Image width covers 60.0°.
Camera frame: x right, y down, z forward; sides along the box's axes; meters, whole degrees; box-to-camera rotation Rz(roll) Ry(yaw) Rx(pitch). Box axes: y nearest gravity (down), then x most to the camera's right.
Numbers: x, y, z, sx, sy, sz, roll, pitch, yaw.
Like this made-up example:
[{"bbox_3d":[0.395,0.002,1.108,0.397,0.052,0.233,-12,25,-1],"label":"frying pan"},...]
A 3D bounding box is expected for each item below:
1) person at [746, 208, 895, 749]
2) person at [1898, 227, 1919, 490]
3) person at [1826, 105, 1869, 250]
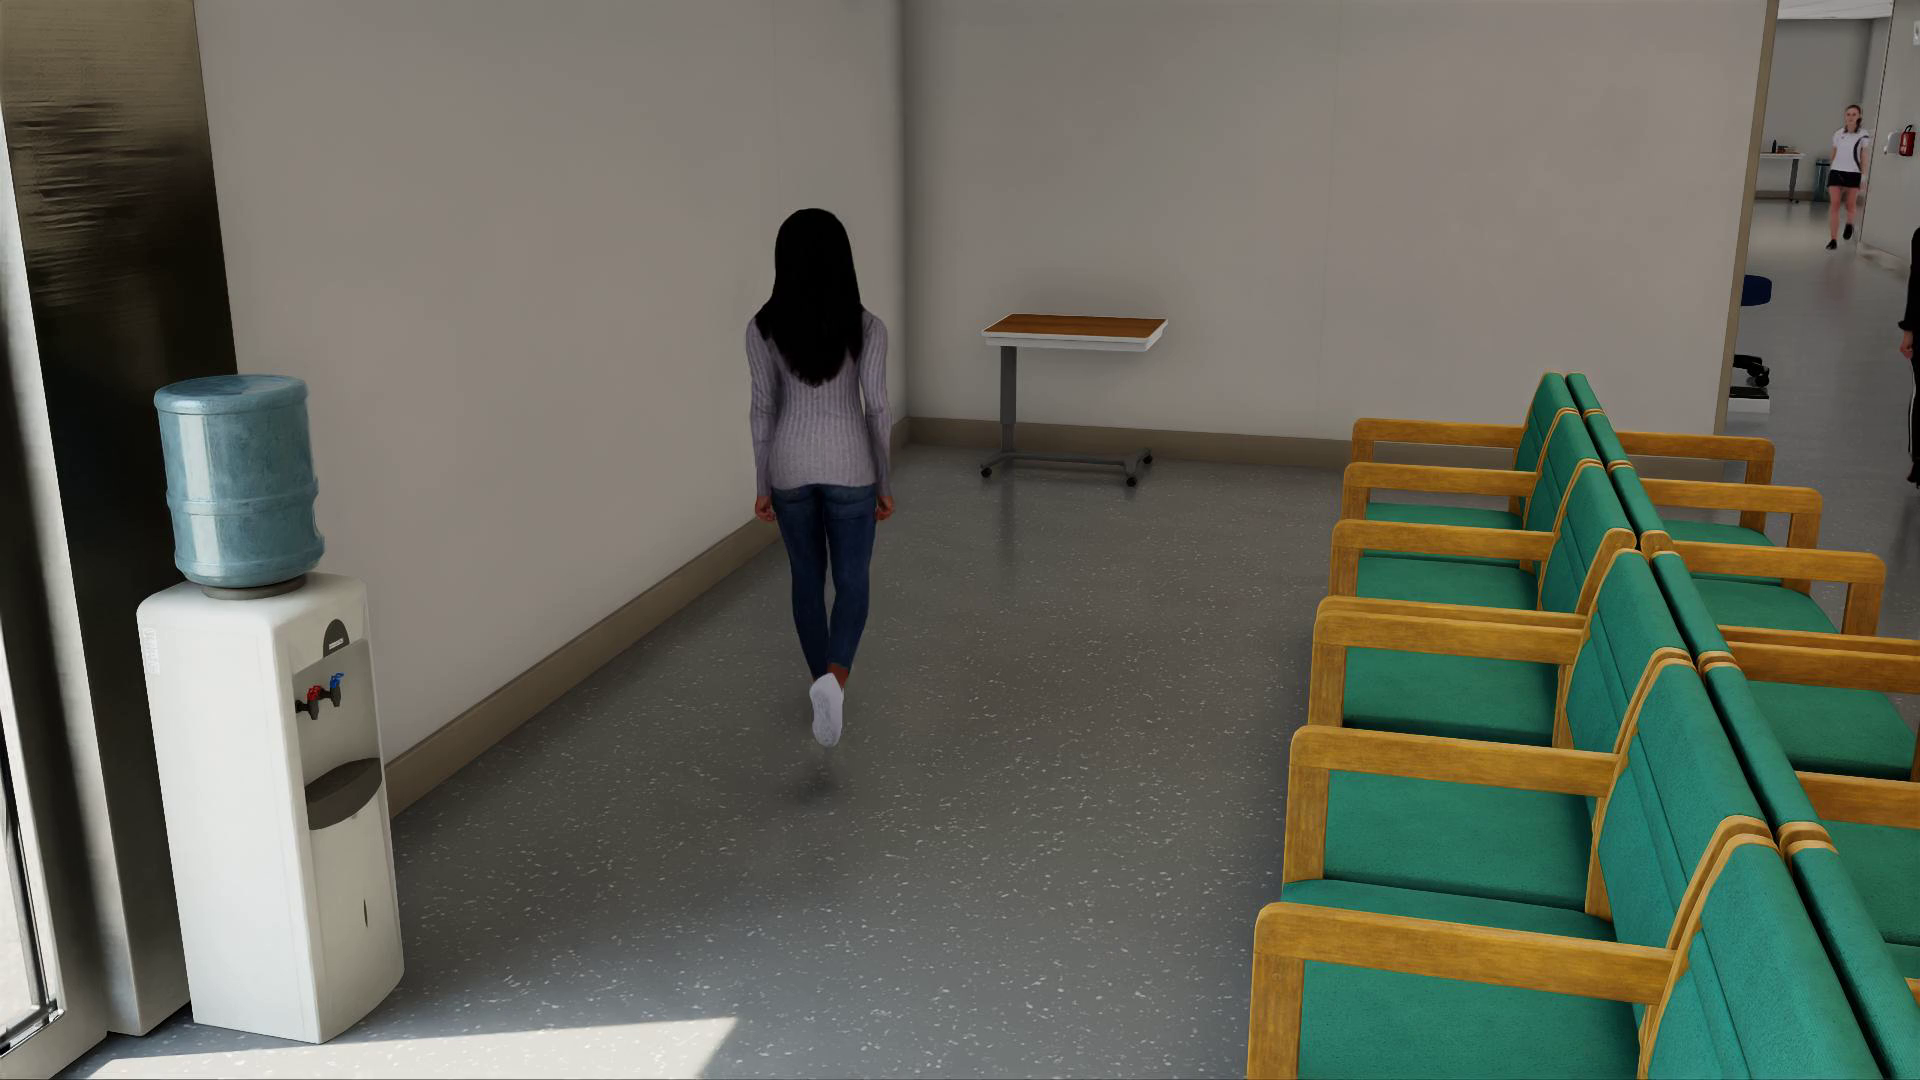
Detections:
[{"bbox_3d":[-0.451,-0.162,5.307,1.024,1.713,0.838,0,16,0],"label":"person"},{"bbox_3d":[4.950,-0.992,8.316,1.056,1.678,0.826,8,17,25],"label":"person"},{"bbox_3d":[10.909,-4.440,20.446,0.952,1.732,0.854,12,20,37],"label":"person"}]
